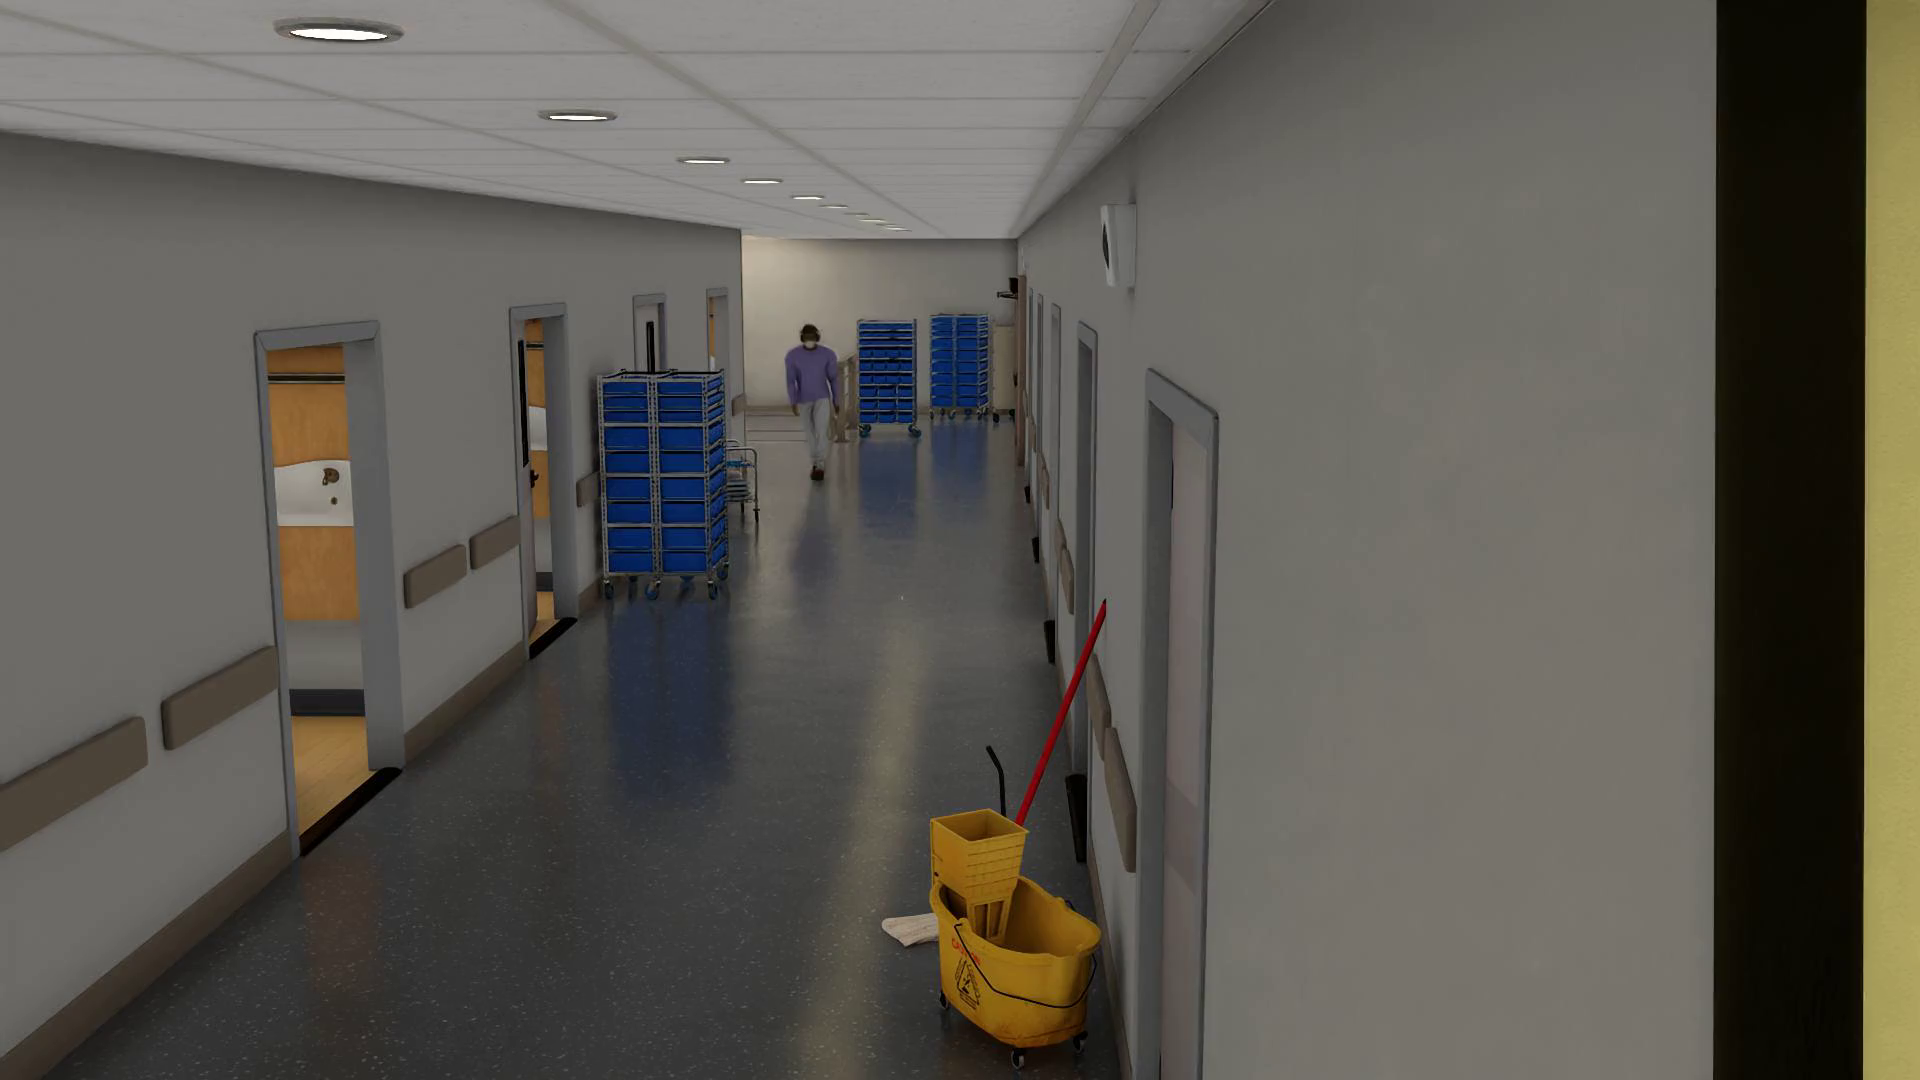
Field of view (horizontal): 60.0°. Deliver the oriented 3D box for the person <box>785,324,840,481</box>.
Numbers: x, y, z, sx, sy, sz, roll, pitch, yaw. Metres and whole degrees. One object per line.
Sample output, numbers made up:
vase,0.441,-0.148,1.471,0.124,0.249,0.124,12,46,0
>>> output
person,-1.787,-1.683,20.241,0.647,1.890,0.889,0,9,3
